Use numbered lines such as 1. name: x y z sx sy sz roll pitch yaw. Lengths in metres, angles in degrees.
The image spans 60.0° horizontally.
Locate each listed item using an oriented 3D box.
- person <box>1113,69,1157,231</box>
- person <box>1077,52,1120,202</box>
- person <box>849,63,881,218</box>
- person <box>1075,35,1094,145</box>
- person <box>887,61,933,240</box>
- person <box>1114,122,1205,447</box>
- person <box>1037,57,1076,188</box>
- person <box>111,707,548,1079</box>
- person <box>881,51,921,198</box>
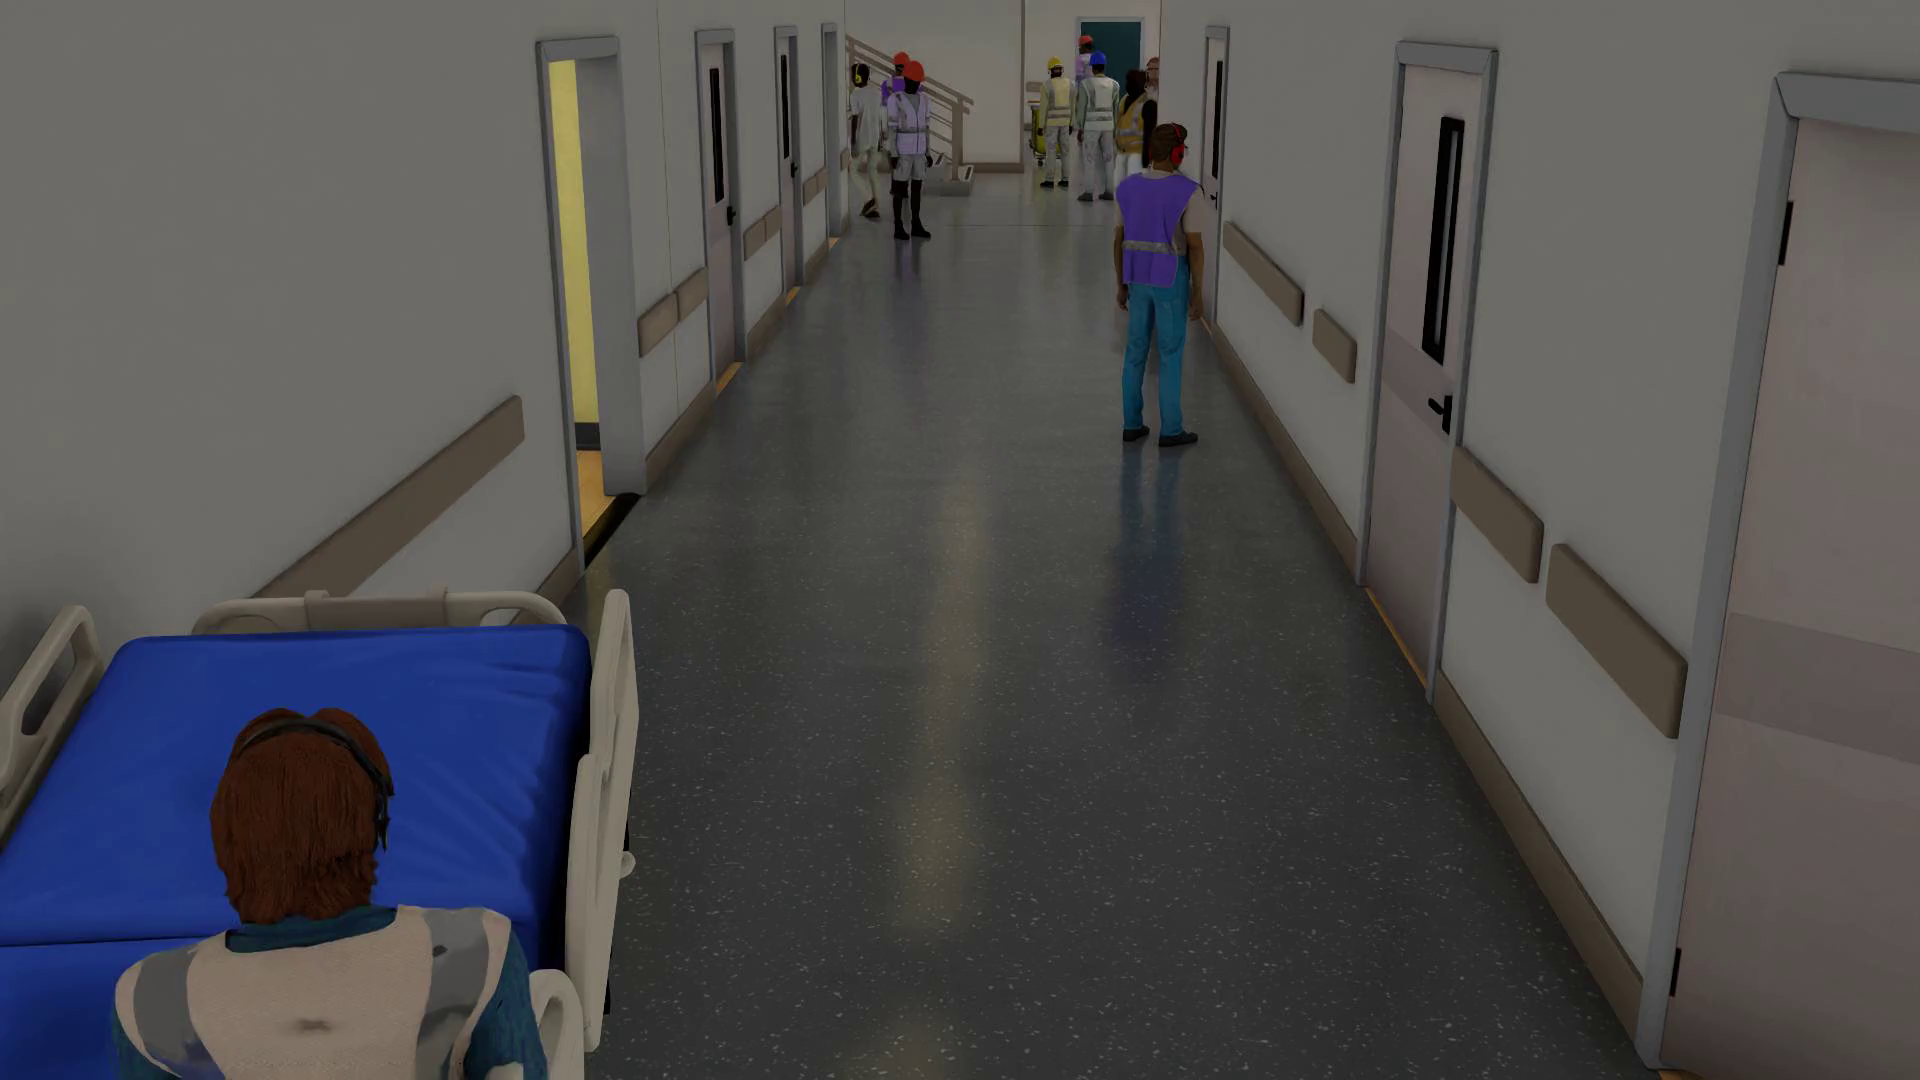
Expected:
1. person: 2.033 -4.461 19.064 0.549 1.826 0.639 -9 20 -27
2. person: 1.828 -5.488 22.123 0.600 1.938 0.422 -8 19 -25
3. person: -1.140 -4.841 20.230 0.586 1.846 0.404 -15 23 -39
4. person: 2.355 -8.379 31.054 0.648 2.019 0.496 -15 23 -39
5. person: -0.533 -4.309 18.419 0.543 1.928 0.370 -12 21 -34
6. person: 1.135 -1.456 9.590 0.569 1.843 0.374 13 22 35
7. person: 1.366 -5.967 23.804 0.588 1.822 0.403 -9 20 -27
8. person: -0.830 0.970 2.323 0.546 1.610 0.698 -5 18 -16
9. person: -0.789 -5.600 22.475 0.557 1.925 0.413 -3 18 -8
